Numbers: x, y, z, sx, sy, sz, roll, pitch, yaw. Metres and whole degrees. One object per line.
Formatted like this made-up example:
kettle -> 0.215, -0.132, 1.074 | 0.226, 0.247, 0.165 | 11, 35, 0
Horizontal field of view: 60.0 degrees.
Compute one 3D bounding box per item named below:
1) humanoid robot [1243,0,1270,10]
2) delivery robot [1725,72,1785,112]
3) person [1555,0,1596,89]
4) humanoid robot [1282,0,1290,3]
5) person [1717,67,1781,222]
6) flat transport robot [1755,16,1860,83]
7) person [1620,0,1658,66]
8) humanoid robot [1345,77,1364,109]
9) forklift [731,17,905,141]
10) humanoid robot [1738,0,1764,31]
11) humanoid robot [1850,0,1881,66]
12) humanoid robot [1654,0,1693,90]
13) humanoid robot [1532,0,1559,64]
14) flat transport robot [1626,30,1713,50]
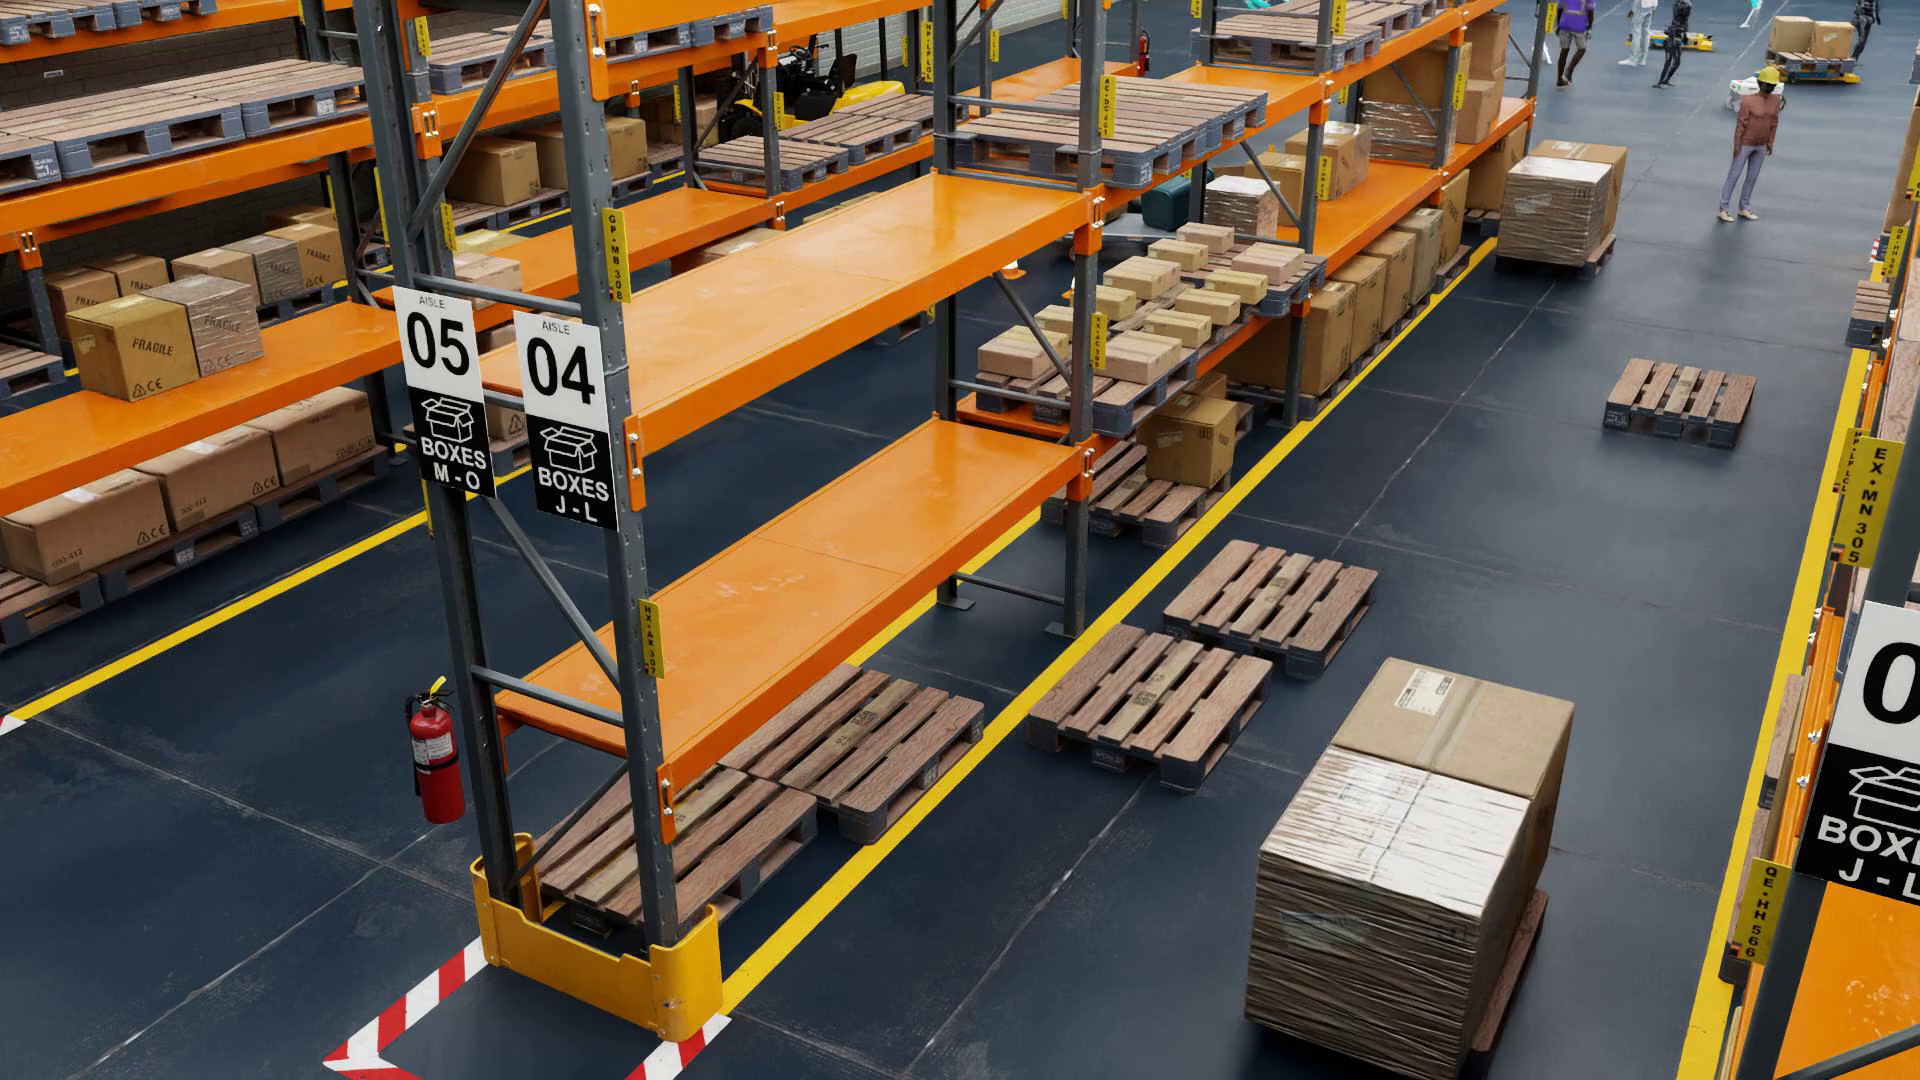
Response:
humanoid robot -> 5.486, -10.019, 30.494 | 0.940, 1.758, 0.601 | 8, 27, 15
delivery robot -> 11.972, -6.711, 24.979 | 0.815, 0.614, 0.499 | 0, 26, 0
person -> 9.707, -8.118, 26.273 | 0.626, 1.941, 0.438 | 21, 33, 36
humanoid robot -> 6.047, -9.932, 30.325 | 0.530, 1.802, 0.794 | 10, 27, 20
person -> 9.077, -4.518, 19.019 | 0.516, 1.759, 0.344 | -7, 27, -14
flat transport robot -> 13.890, -7.665, 27.269 | 1.431, 0.231, 0.659 | 2, 26, 5
person -> 11.616, -9.044, 28.234 | 0.595, 1.916, 0.375 | -15, 29, -28
humanoid robot -> 5.950, -7.192, 24.659 | 0.326, 1.654, 0.589 | -3, 26, -7
forklift -> -1.819, -5.975, 21.543 | 2.313, 2.155, 1.214 | 14, 29, 26
humanoid robot -> 15.190, -10.568, 31.735 | 0.708, 1.895, 0.538 | 0, 26, 0
humanoid robot -> 15.385, -8.897, 28.211 | 0.608, 1.650, 0.317 | -12, 28, -24
humanoid robot -> 11.308, -7.967, 26.278 | 0.591, 1.634, 0.391 | -23, 34, -39
humanoid robot -> 10.036, -9.072, 28.569 | 0.558, 1.747, 1.071 | -2, 26, -5
flat transport robot -> 12.889, -9.079, 30.207 | 1.431, 0.231, 0.659 | 10, 27, 20
